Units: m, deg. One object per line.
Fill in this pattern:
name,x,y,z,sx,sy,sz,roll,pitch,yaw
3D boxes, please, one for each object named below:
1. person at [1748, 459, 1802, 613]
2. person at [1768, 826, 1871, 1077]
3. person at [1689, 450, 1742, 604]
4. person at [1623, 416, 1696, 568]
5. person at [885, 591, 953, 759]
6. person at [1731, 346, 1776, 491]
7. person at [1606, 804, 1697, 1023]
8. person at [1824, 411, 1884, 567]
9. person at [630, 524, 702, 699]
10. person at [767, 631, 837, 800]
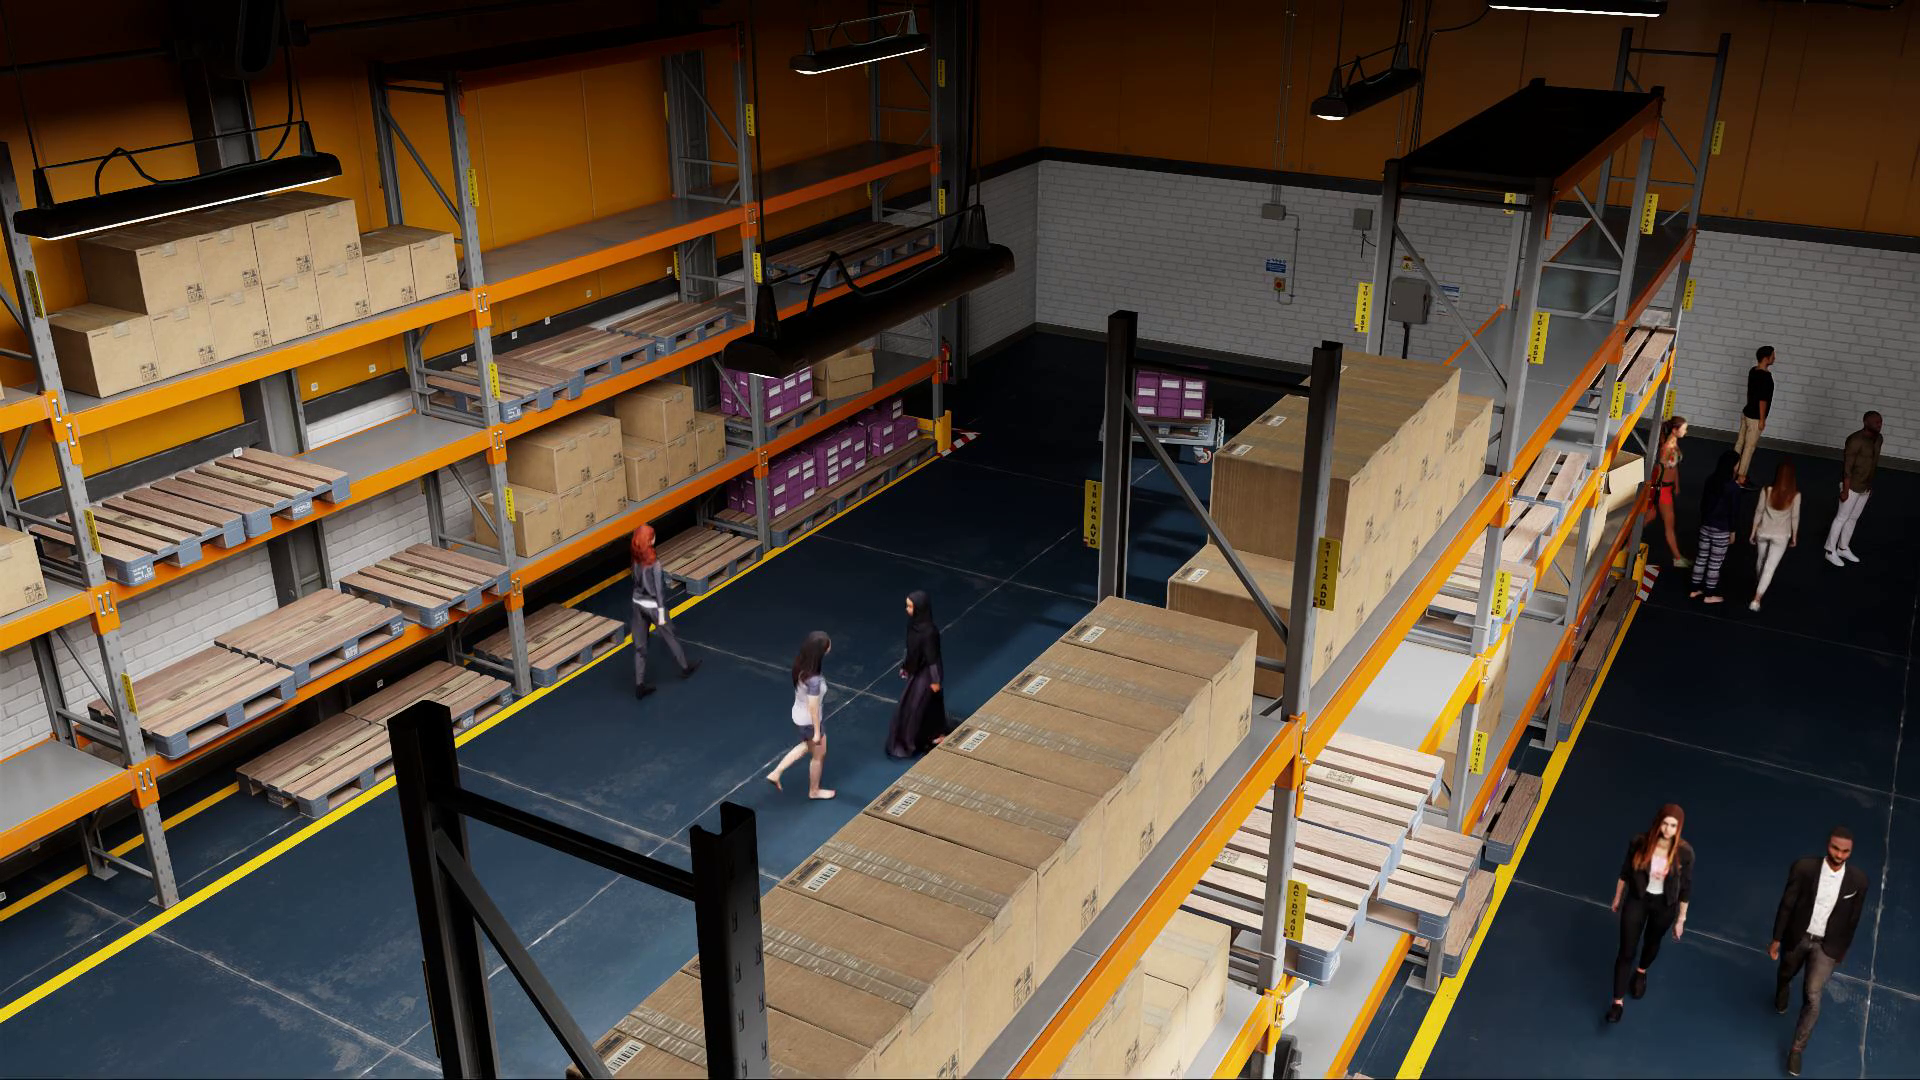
person,8.702,-0.017,17.839,0.720,1.680,1.128,18,30,36
person,5.857,2.718,11.475,0.705,1.766,1.161,11,26,24
person,8.222,-0.152,18.084,0.695,1.732,0.683,-11,26,-24
person,7.939,-0.562,18.999,0.631,1.750,0.967,13,27,27
person,-0.257,1.188,15.167,1.045,1.612,0.950,-9,25,-20
person,10.116,-1.584,21.201,0.764,1.860,0.619,2,24,4
person,4.961,2.575,11.912,0.702,1.678,1.063,11,26,23
person,10.256,-0.620,19.038,0.729,1.825,0.869,-12,27,-26
person,-3.062,0.720,16.070,0.670,1.747,1.039,16,28,32
person,-1.366,1.542,14.273,0.974,1.681,0.909,-9,25,-19
